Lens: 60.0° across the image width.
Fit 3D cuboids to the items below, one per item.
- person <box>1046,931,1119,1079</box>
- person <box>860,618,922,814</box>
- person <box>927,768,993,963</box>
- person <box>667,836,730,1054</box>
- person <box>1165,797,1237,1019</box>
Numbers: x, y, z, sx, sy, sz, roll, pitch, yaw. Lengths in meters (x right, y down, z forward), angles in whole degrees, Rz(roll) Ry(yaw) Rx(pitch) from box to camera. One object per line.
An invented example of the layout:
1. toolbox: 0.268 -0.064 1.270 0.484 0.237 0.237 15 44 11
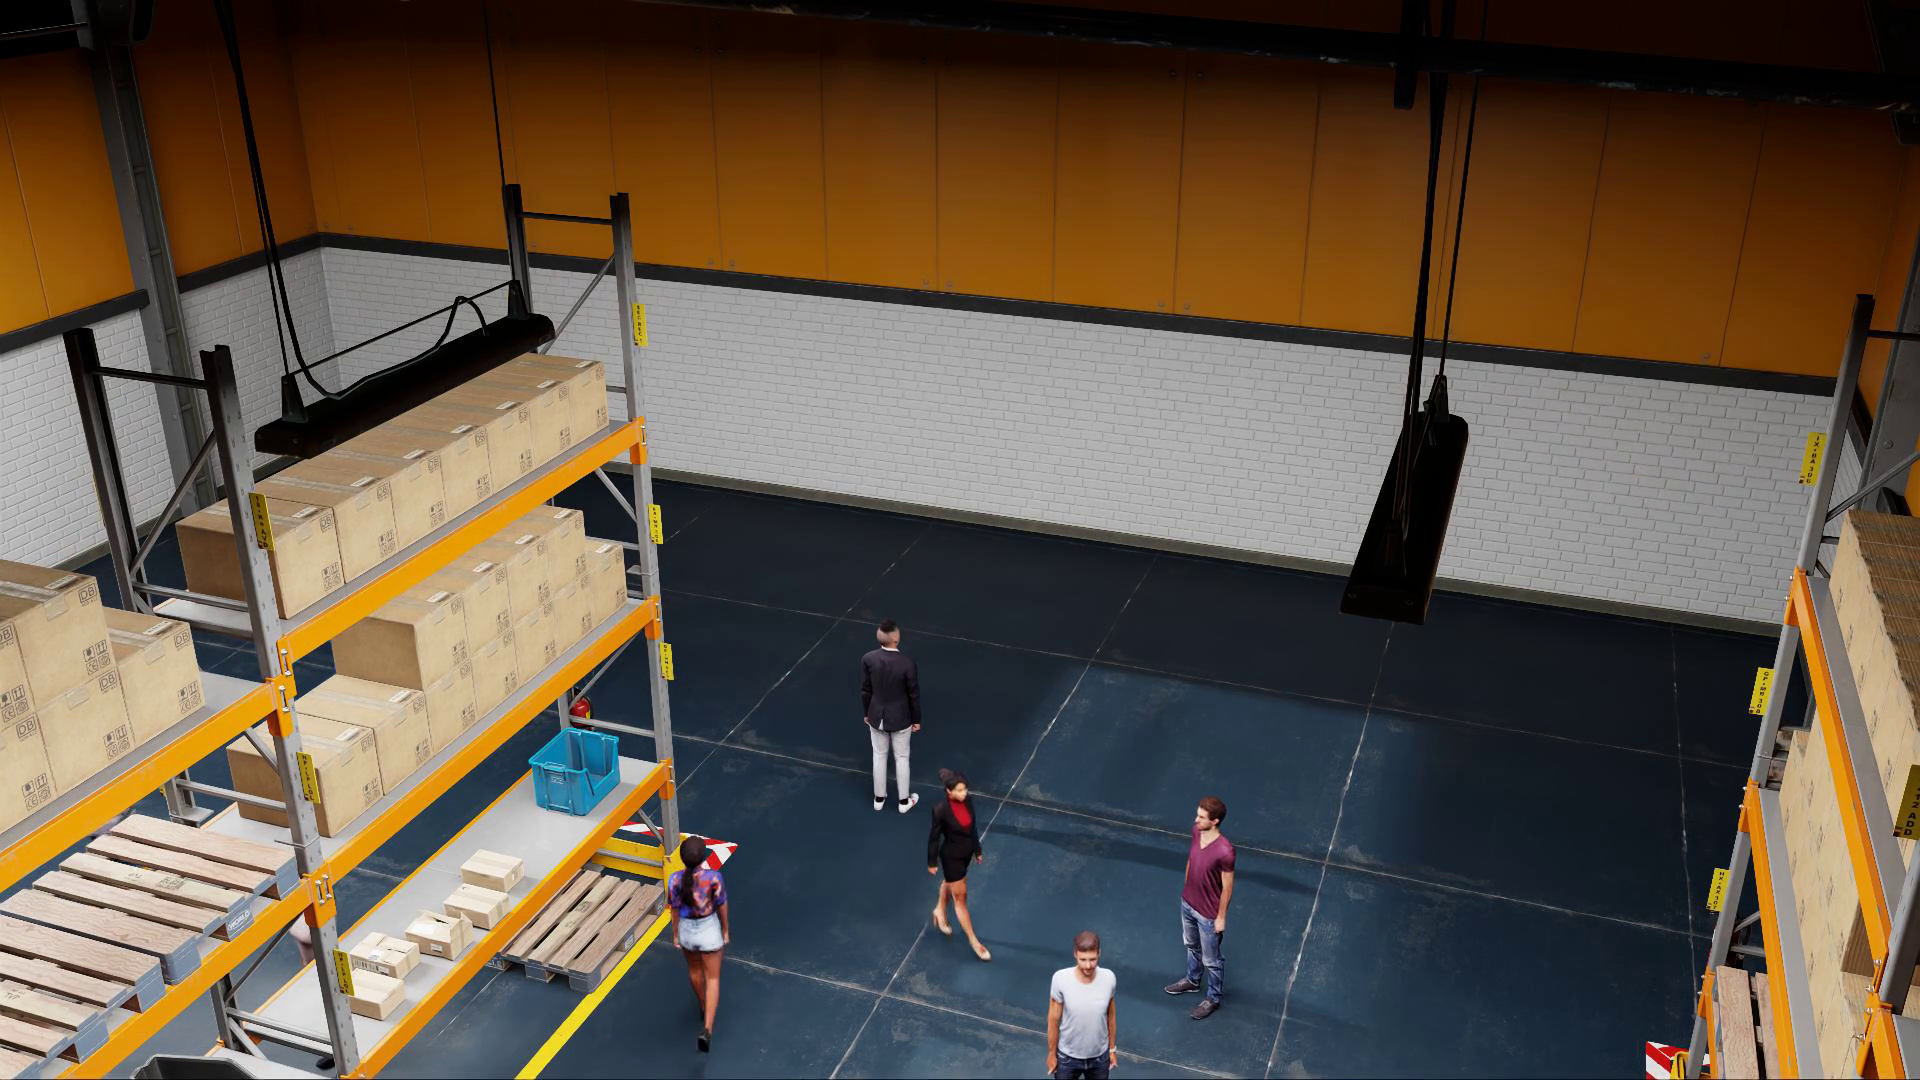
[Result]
1. person: 0.812 3.408 11.120 0.717 1.866 0.711 -3 24 -7
2. person: -0.638 1.581 15.188 0.726 1.954 0.599 6 24 14
3. person: -0.095 2.552 13.401 1.017 1.607 0.927 -21 31 -40
4. person: -1.931 2.984 12.267 0.832 1.724 1.113 -1 24 -2
5. person: 1.867 2.751 12.637 0.783 1.854 0.734 -12 26 -25
